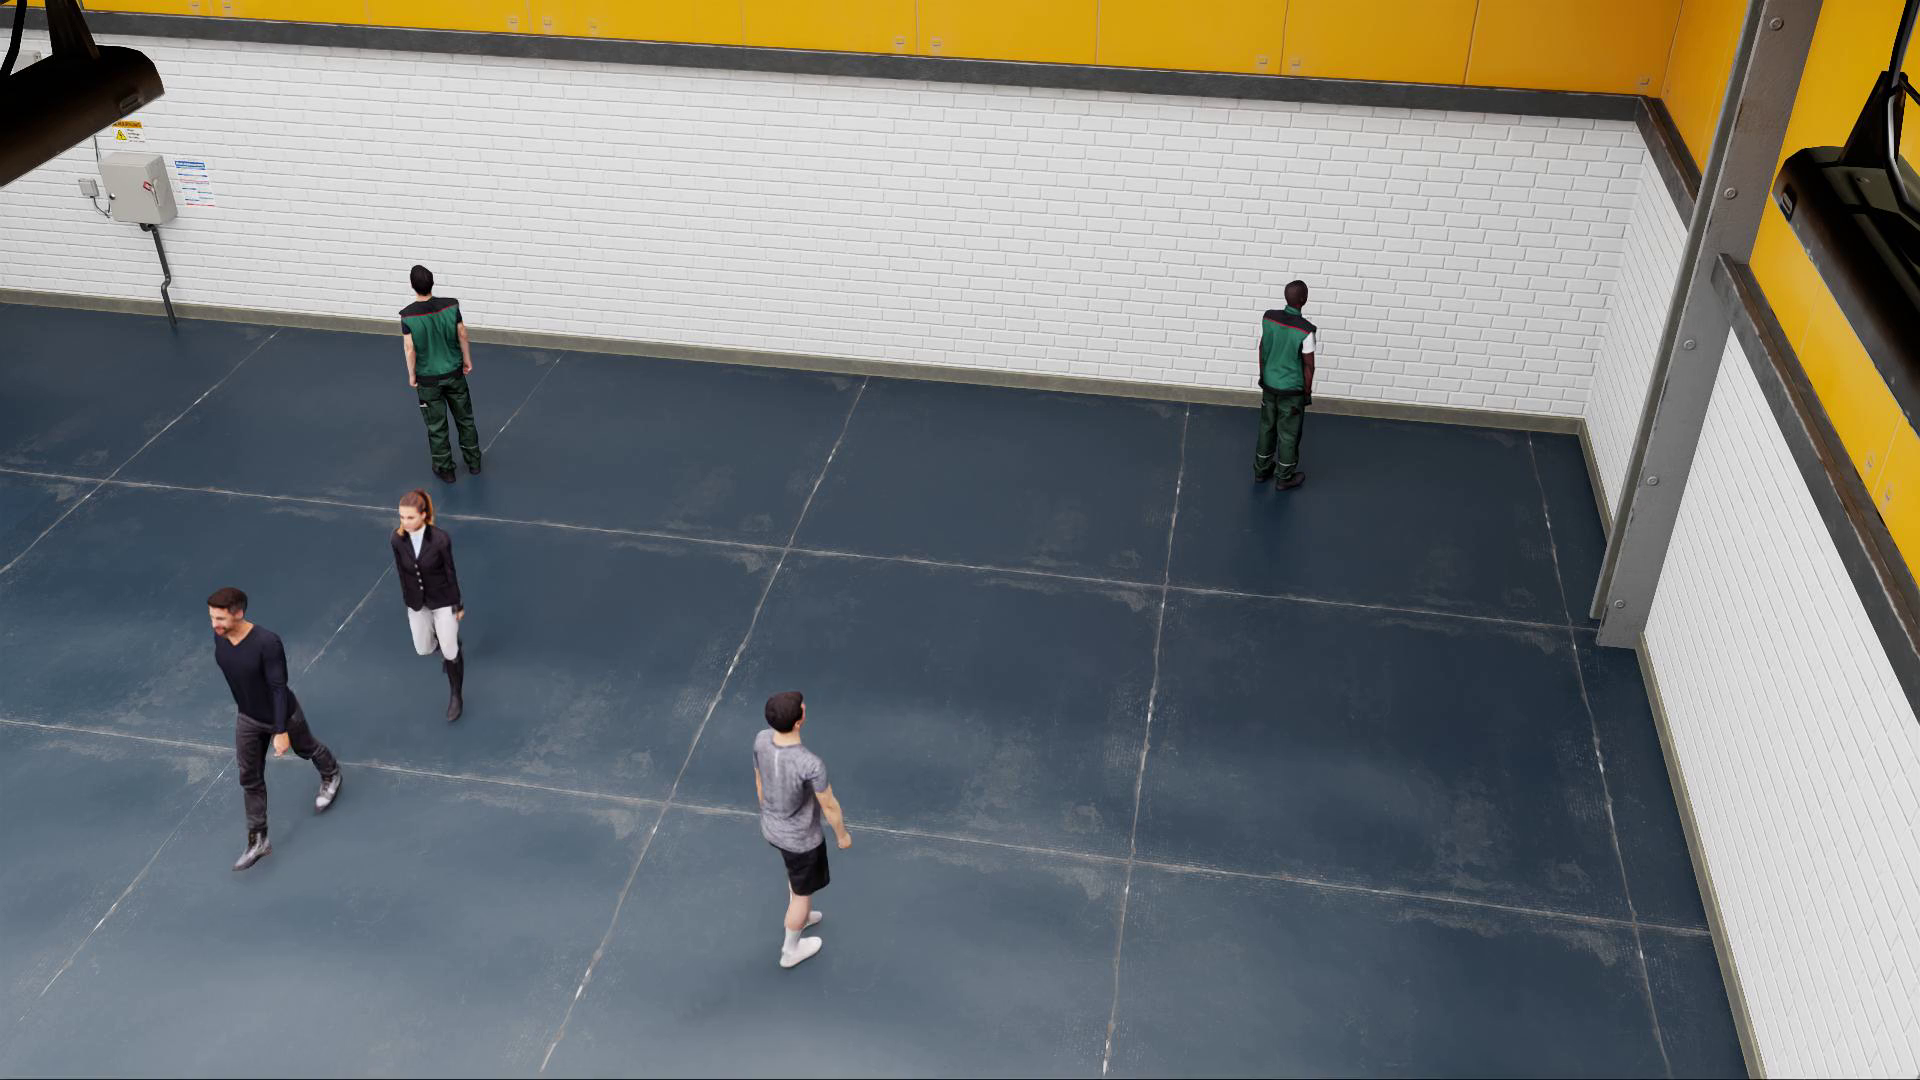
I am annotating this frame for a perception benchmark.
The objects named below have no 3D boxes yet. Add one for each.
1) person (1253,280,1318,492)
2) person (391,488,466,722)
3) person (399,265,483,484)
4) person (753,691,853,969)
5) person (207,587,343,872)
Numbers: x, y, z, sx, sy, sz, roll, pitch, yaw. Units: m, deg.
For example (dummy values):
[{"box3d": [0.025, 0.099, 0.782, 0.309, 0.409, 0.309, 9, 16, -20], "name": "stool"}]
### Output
[{"box3d": [2.649, -1.266, 13.563, 0.786, 1.840, 0.806, 28, 43, 35], "name": "person"}, {"box3d": [-3.500, 0.387, 11.185, 0.625, 1.718, 0.866, 2, 34, 2], "name": "person"}, {"box3d": [-4.278, -1.375, 13.672, 0.751, 1.901, 0.810, -21, 39, -28], "name": "person"}, {"box3d": [-0.983, 1.642, 9.173, 0.887, 1.857, 0.835, -28, 42, -35], "name": "person"}, {"box3d": [-4.141, 1.024, 10.135, 0.703, 1.820, 1.212, 9, 35, 13], "name": "person"}]
